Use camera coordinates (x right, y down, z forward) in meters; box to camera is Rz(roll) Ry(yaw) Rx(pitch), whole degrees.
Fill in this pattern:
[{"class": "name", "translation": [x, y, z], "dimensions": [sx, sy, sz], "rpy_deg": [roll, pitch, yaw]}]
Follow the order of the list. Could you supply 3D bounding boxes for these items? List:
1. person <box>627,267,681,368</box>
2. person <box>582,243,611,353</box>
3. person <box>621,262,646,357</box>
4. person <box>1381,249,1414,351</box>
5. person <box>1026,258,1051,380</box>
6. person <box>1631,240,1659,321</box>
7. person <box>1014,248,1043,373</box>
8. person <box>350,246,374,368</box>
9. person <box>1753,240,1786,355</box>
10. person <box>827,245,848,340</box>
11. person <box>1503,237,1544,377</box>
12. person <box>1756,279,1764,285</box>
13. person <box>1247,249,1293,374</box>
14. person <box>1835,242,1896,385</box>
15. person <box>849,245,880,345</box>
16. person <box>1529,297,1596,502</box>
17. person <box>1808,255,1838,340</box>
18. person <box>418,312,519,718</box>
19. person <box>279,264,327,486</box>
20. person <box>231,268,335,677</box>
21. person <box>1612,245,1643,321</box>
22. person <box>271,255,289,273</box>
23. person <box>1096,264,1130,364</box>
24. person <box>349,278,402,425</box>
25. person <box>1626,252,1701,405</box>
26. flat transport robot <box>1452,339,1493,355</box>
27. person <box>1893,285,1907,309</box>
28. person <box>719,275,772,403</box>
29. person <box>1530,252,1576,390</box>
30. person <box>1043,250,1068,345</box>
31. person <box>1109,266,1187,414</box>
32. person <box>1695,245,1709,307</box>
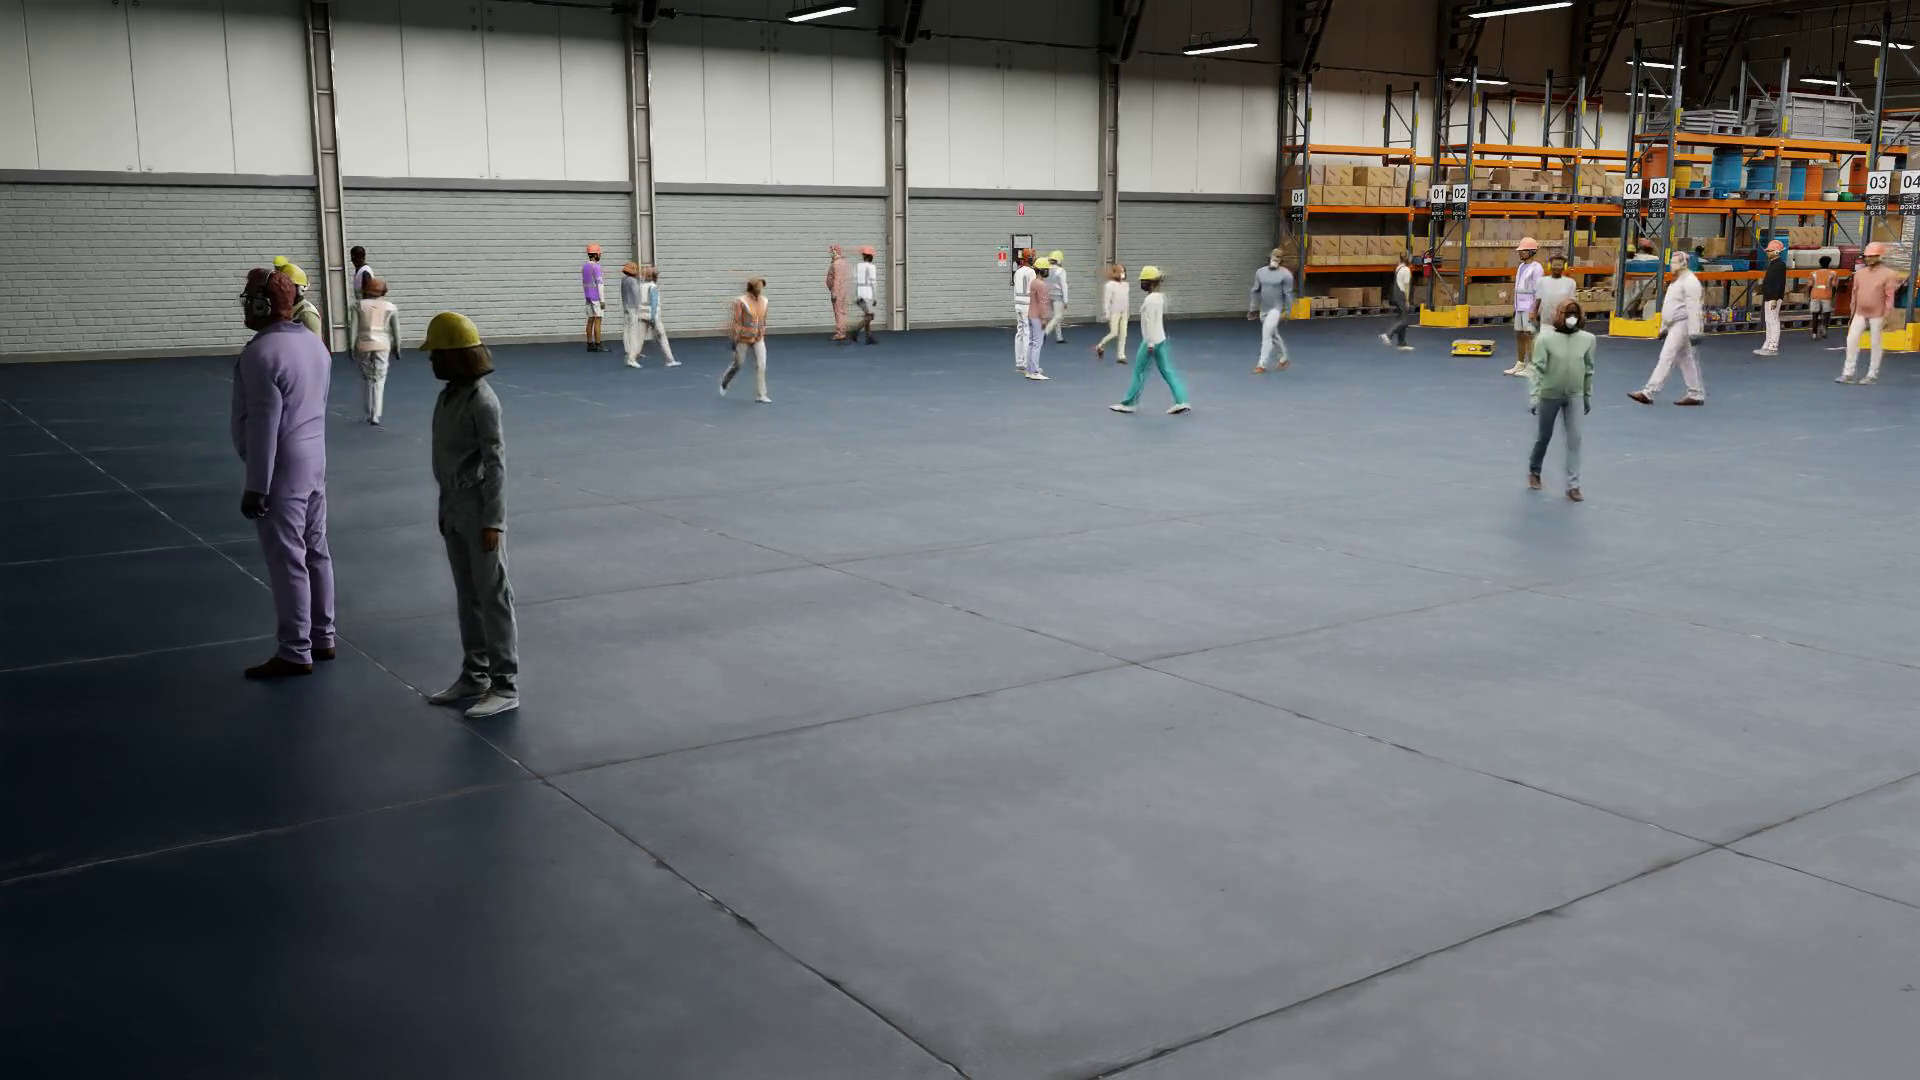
[{"class": "person", "translation": [-4.884, -3.502, 26.206], "dimensions": [0.875, 1.586, 0.528], "rpy_deg": [-8, 13, -36]}, {"class": "person", "translation": [-6.506, -4.313, 29.687], "dimensions": [0.355, 1.938, 0.545], "rpy_deg": [-10, 14, -43]}, {"class": "person", "translation": [-5.647, -3.964, 28.608], "dimensions": [0.283, 1.632, 0.499], "rpy_deg": [-8, 13, -38]}, {"class": "person", "translation": [7.900, -4.294, 29.870], "dimensions": [0.559, 1.830, 0.540], "rpy_deg": [-1, 10, -4]}, {"class": "person", "translation": [1.154, -3.196, 24.067], "dimensions": [0.350, 1.759, 0.522], "rpy_deg": [-3, 11, -13]}, {"class": "person", "translation": [15.514, -5.796, 37.684], "dimensions": [0.625, 1.995, 1.041], "rpy_deg": [10, 14, 44]}, {"class": "person", "translation": [1.018, -3.467, 25.196], "dimensions": [0.357, 1.883, 0.573], "rpy_deg": [-5, 11, -25]}, {"class": "person", "translation": [-9.301, -3.631, 26.002], "dimensions": [0.396, 1.915, 0.606], "rpy_deg": [-6, 12, -29]}, {"class": "person", "translation": [14.173, -4.221, 29.024], "dimensions": [0.381, 1.994, 0.613], "rpy_deg": [2, 11, 12]}, {"class": "person", "translation": [-2.457, -4.925, 33.144], "dimensions": [0.407, 1.902, 0.639], "rpy_deg": [1, 10, 8]}, {"class": "person", "translation": [8.322, -3.423, 24.518], "dimensions": [0.374, 2.044, 0.607], "rpy_deg": [-2, 11, -11]}, {"class": "person", "translation": [23.272, -7.658, 48.131], "dimensions": [0.925, 1.890, 0.542], "rpy_deg": [-6, 12, -31]}, {"class": "person", "translation": [4.796, -3.476, 25.287], "dimensions": [0.986, 1.900, 0.641], "rpy_deg": [-9, 14, -40]}, {"class": "person", "translation": [12.533, -3.118, 23.031], "dimensions": [0.807, 1.969, 0.646], "rpy_deg": [-6, 12, -32]}, {"class": "person", "translation": [-1.828, -4.649, 31.612], "dimensions": [0.693, 1.917, 0.544], "rpy_deg": [-10, 14, -43]}, {"class": "person", "translation": [4.776, -1.145, 13.262], "dimensions": [0.517, 1.594, 0.849], "rpy_deg": [0, 10, 1]}, {"class": "person", "translation": [17.283, -4.856, 33.349], "dimensions": [0.540, 1.680, 0.501], "rpy_deg": [7, 12, 33]}, {"class": "person", "translation": [-2.125, -0.106, 7.168], "dimensions": [0.314, 1.739, 0.485], "rpy_deg": [-9, 13, -39]}, {"class": "person", "translation": [-5.452, -1.340, 13.668], "dimensions": [0.404, 1.835, 0.599], "rpy_deg": [-9, 14, -42]}, {"class": "person", "translation": [-3.205, -0.315, 7.844], "dimensions": [0.408, 1.913, 0.641], "rpy_deg": [1, 10, 3]}, {"class": "person", "translation": [14.708, -5.541, 36.594], "dimensions": [1.005, 1.868, 0.615], "rpy_deg": [-9, 14, -42]}, {"class": "person", "translation": [-10.875, -3.704, 26.818], "dimensions": [0.393, 1.753, 0.550], "rpy_deg": [-8, 13, -37]}, {"class": "person", "translation": [2.526, -3.676, 27.070], "dimensions": [0.505, 1.617, 0.564], "rpy_deg": [-9, 13, -40]}, {"class": "person", "translation": [-6.461, -2.087, 18.396], "dimensions": [0.530, 1.588, 0.702], "rpy_deg": [-2, 11, -13]}, {"class": "person", "translation": [8.640, -2.565, 20.279], "dimensions": [0.968, 1.862, 0.676], "rpy_deg": [2, 10, 8]}, {"class": "flat transport robot", "translation": [8.993, -3.385, 29.170], "dimensions": [0.652, 0.197, 1.431], "rpy_deg": [3, 11, 18]}, {"class": "person", "translation": [20.790, -5.678, 37.016], "dimensions": [0.380, 1.993, 0.610], "rpy_deg": [-8, 13, -37]}, {"class": "person", "translation": [-2.696, -2.528, 20.856], "dimensions": [0.531, 1.593, 0.819], "rpy_deg": [-9, 14, -41]}, {"class": "person", "translation": [7.707, -2.797, 21.607], "dimensions": [0.541, 1.858, 0.517], "rpy_deg": [4, 11, 23]}, {"class": "person", "translation": [1.785, -4.596, 31.591], "dimensions": [0.758, 1.809, 0.603], "rpy_deg": [-8, 13, -39]}, {"class": "person", "translation": [2.249, -2.323, 19.377], "dimensions": [0.917, 1.724, 0.546], "rpy_deg": [5, 11, 24]}, {"class": "person", "translation": [16.778, -5.762, 37.892], "dimensions": [0.461, 1.881, 0.568], "rpy_deg": [-9, 14, -42]}]
